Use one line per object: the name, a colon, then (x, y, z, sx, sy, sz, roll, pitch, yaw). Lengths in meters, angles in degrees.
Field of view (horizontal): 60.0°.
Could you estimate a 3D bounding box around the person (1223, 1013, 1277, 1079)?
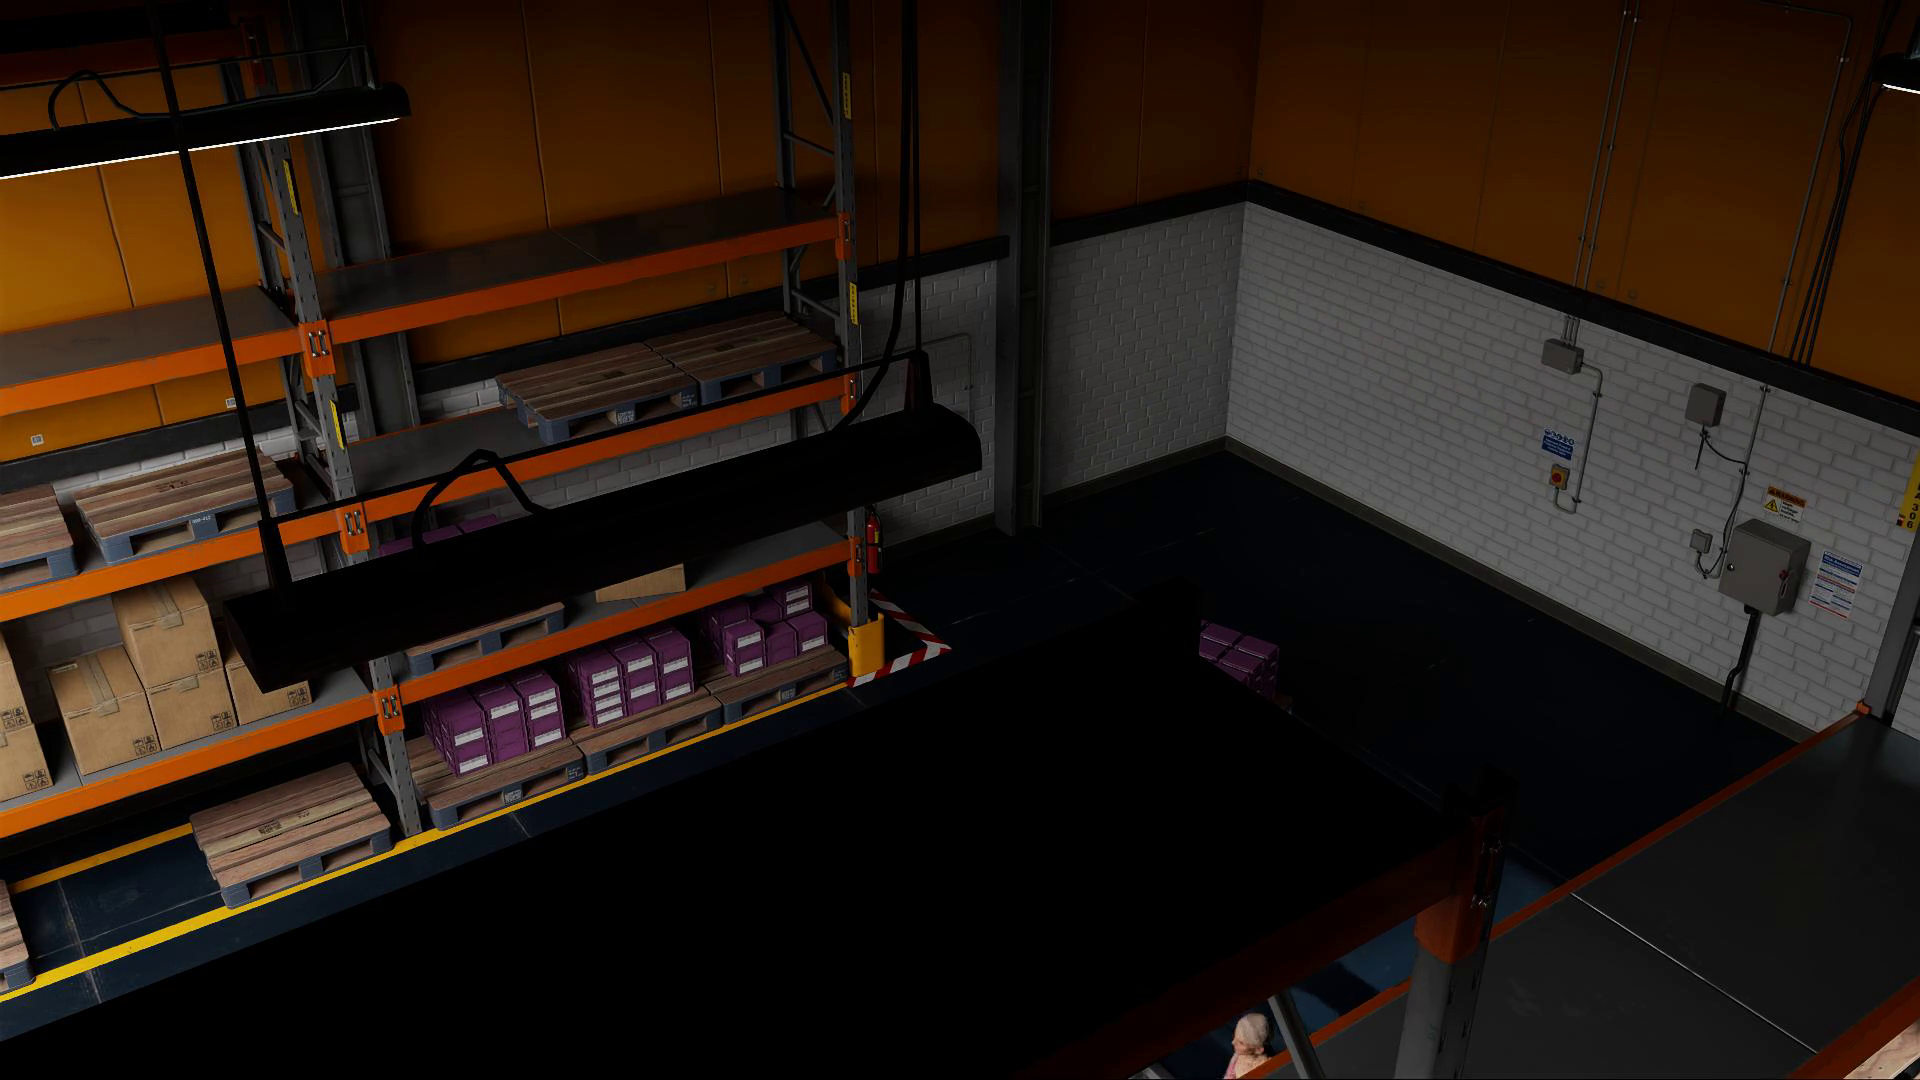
person: (1.676, 3.195, 9.036, 1.027, 1.666, 0.882, -3, 29, -6)
